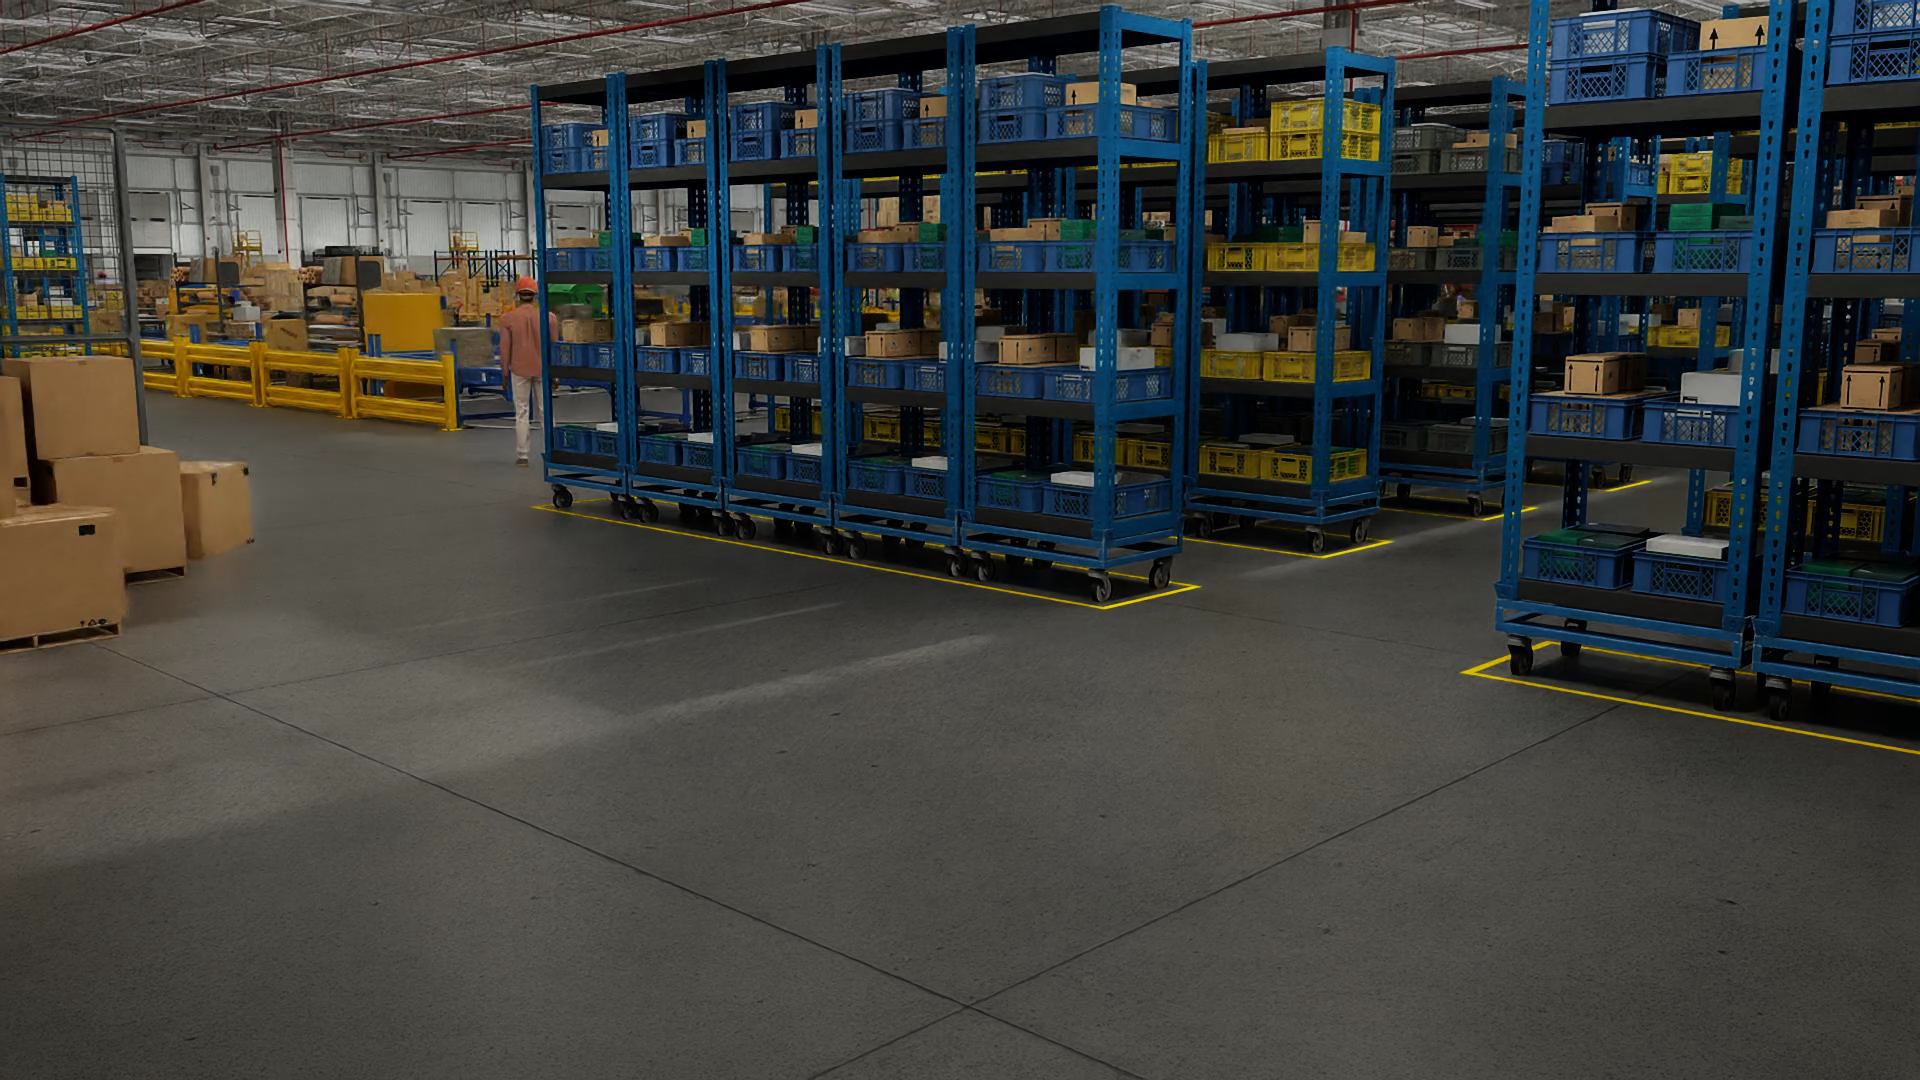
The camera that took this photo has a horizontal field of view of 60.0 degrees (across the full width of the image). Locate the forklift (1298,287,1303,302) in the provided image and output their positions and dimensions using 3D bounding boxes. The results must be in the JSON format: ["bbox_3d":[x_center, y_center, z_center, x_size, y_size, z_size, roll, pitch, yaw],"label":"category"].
[{"bbox_3d":[10.631,-7.569,50.349,1.873,2.768,1.129,9,13,43],"label":"forklift"}]

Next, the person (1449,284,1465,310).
[{"bbox_3d":[9.210,-3.866,30.818,0.374,1.841,0.574,4,10,21],"label":"person"}]

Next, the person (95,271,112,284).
[{"bbox_3d":[-32.350,-9.191,62.994,0.862,2.011,0.622,7,12,38],"label":"person"}]

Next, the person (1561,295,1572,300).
[{"bbox_3d":[12.524,-4.433,34.341,0.592,1.830,0.404,-7,12,-37],"label":"person"}]

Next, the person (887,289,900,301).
[{"bbox_3d":[-2.314,-8.292,58.436,0.539,1.681,0.404,1,9,6],"label":"person"}]

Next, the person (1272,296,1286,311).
[{"bbox_3d":[8.283,-5.834,43.352,0.555,1.684,0.364,-1,9,-6],"label":"person"}]

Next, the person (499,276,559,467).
[{"bbox_3d":[-4.499,-1.753,17.401,0.612,1.995,0.392,-3,10,-20],"label":"person"}]

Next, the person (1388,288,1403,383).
[{"bbox_3d":[5.518,-2.235,20.865,0.404,1.827,0.600,-3,10,-18],"label":"person"}]

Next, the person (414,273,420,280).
[{"bbox_3d":[-28.843,-13.248,88.016,0.644,1.947,0.537,-8,12,-40],"label":"person"}]

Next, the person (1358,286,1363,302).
[{"bbox_3d":[10.209,-5.731,42.077,0.970,1.893,0.600,-5,10,-26],"label":"person"}]

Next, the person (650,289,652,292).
[{"bbox_3d":[-17.179,-14.083,93.344,0.698,1.893,0.407,1,9,5],"label":"person"}]

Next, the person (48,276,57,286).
[{"bbox_3d":[-29.376,-7.646,53.783,0.777,1.916,0.555,-2,9,-9],"label":"person"}]
